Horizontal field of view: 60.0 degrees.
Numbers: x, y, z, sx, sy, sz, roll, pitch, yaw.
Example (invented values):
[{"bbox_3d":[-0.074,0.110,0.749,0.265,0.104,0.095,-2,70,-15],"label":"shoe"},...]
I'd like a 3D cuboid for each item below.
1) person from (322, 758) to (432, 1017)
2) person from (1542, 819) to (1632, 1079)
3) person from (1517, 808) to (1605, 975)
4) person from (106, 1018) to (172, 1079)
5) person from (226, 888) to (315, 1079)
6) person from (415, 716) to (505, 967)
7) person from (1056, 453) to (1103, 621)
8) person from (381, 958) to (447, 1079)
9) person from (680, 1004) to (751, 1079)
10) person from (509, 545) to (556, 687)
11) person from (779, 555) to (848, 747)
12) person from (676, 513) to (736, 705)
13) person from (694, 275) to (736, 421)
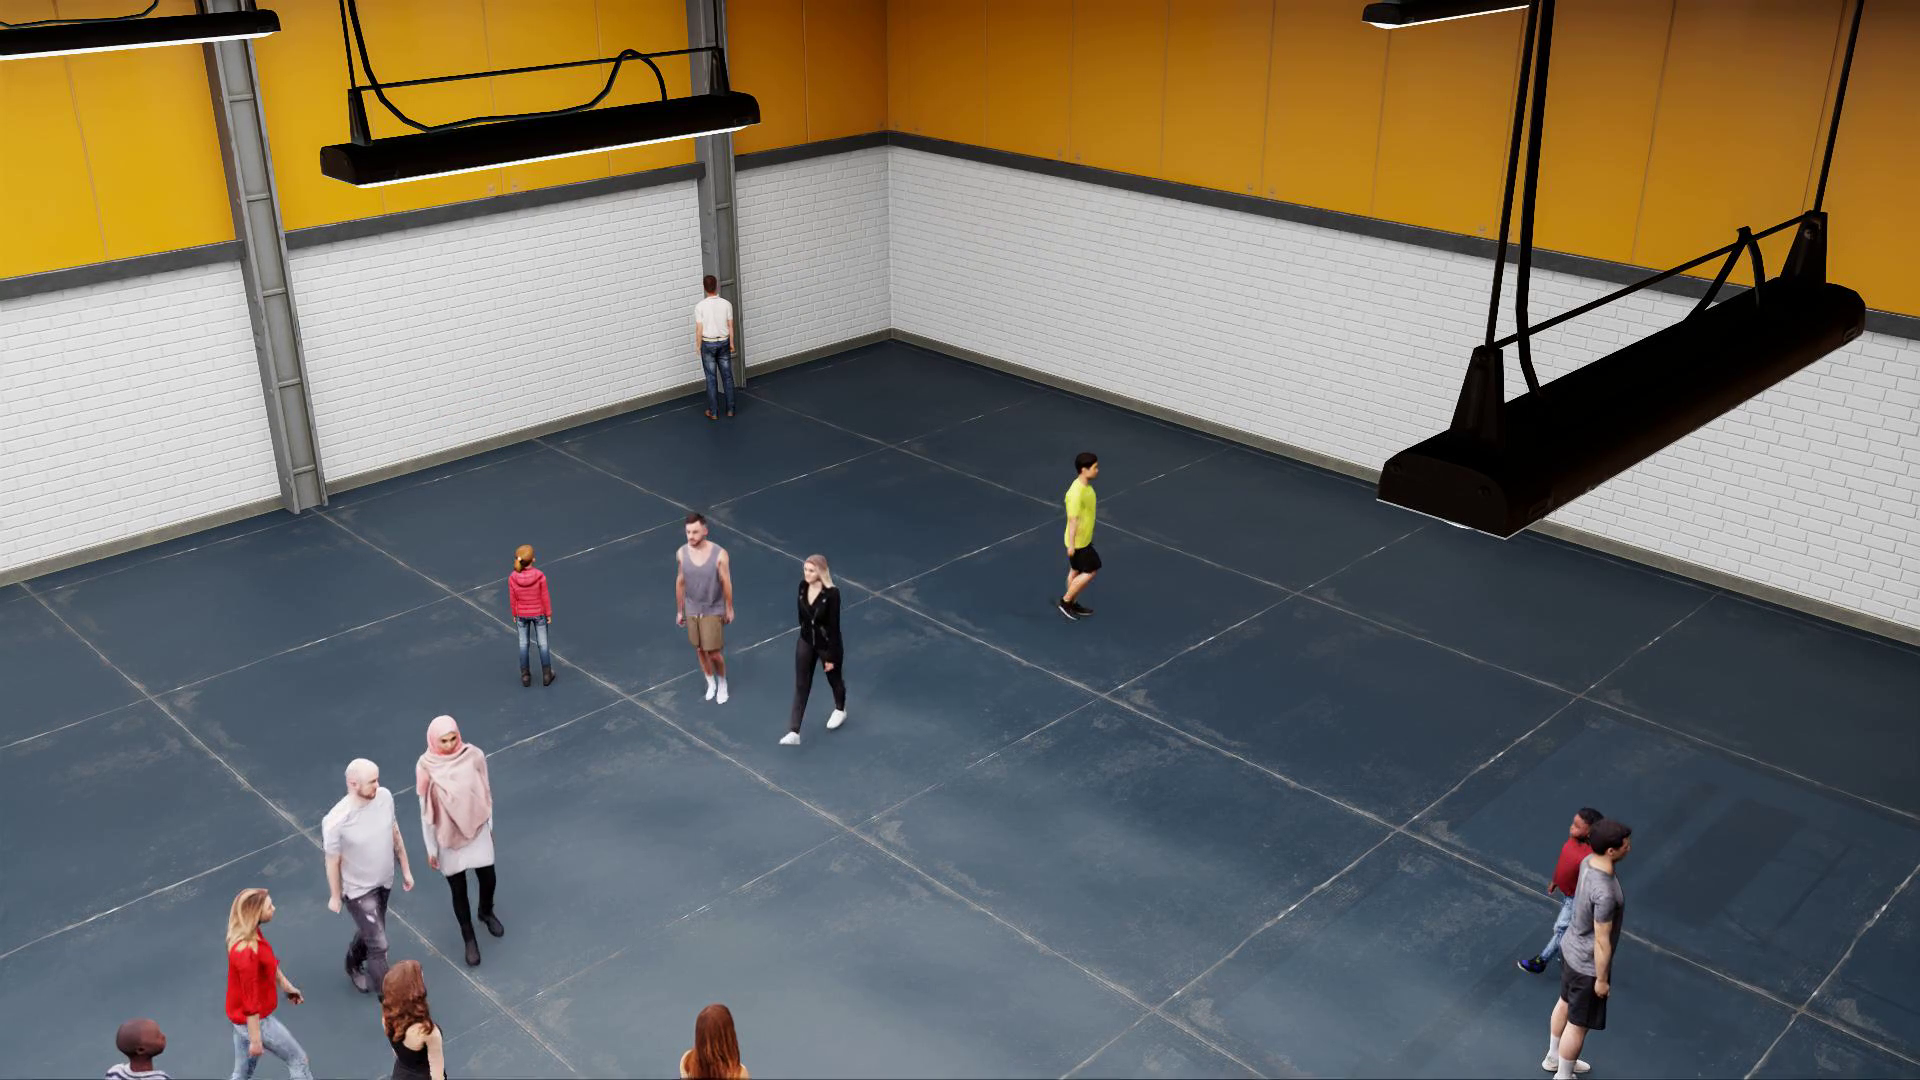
[{"bbox_3d":[-3.856,2.192,10.692,0.978,1.793,1.130,14,27,29],"label":"person"},{"bbox_3d":[3.738,2.478,9.939,0.802,1.873,0.699,4,24,9],"label":"person"},{"bbox_3d":[4.163,2.333,11.067,0.868,1.235,0.783,-3,24,-6],"label":"person"},{"bbox_3d":[-4.020,3.182,8.427,0.689,1.793,0.673,9,25,20],"label":"person"},{"bbox_3d":[-4.117,2.768,9.527,1.023,1.672,0.781,-15,28,-31],"label":"person"},{"bbox_3d":[-3.383,1.968,11.196,0.724,1.800,0.793,-11,26,-23],"label":"person"},{"bbox_3d":[1.067,-0.039,15.915,0.834,1.698,0.769,4,24,9],"label":"person"},{"bbox_3d":[-2.945,3.053,8.845,0.867,1.697,1.188,11,26,24],"label":"person"},{"bbox_3d":[-1.244,3.130,8.651,0.637,1.711,0.640,9,25,19],"label":"person"},{"bbox_3d":[-3.814,0.670,14.773,0.575,1.313,0.641,-1,24,-3],"label":"person"},{"bbox_3d":[-1.098,0.880,13.881,0.870,1.644,1.182,11,26,23],"label":"person"},{"bbox_3d":[-2.215,0.573,14.555,0.769,1.832,0.825,4,24,9],"label":"person"},{"bbox_3d":[-3.130,-2.473,21.293,0.626,1.851,0.797,-11,26,-24],"label":"person"}]
